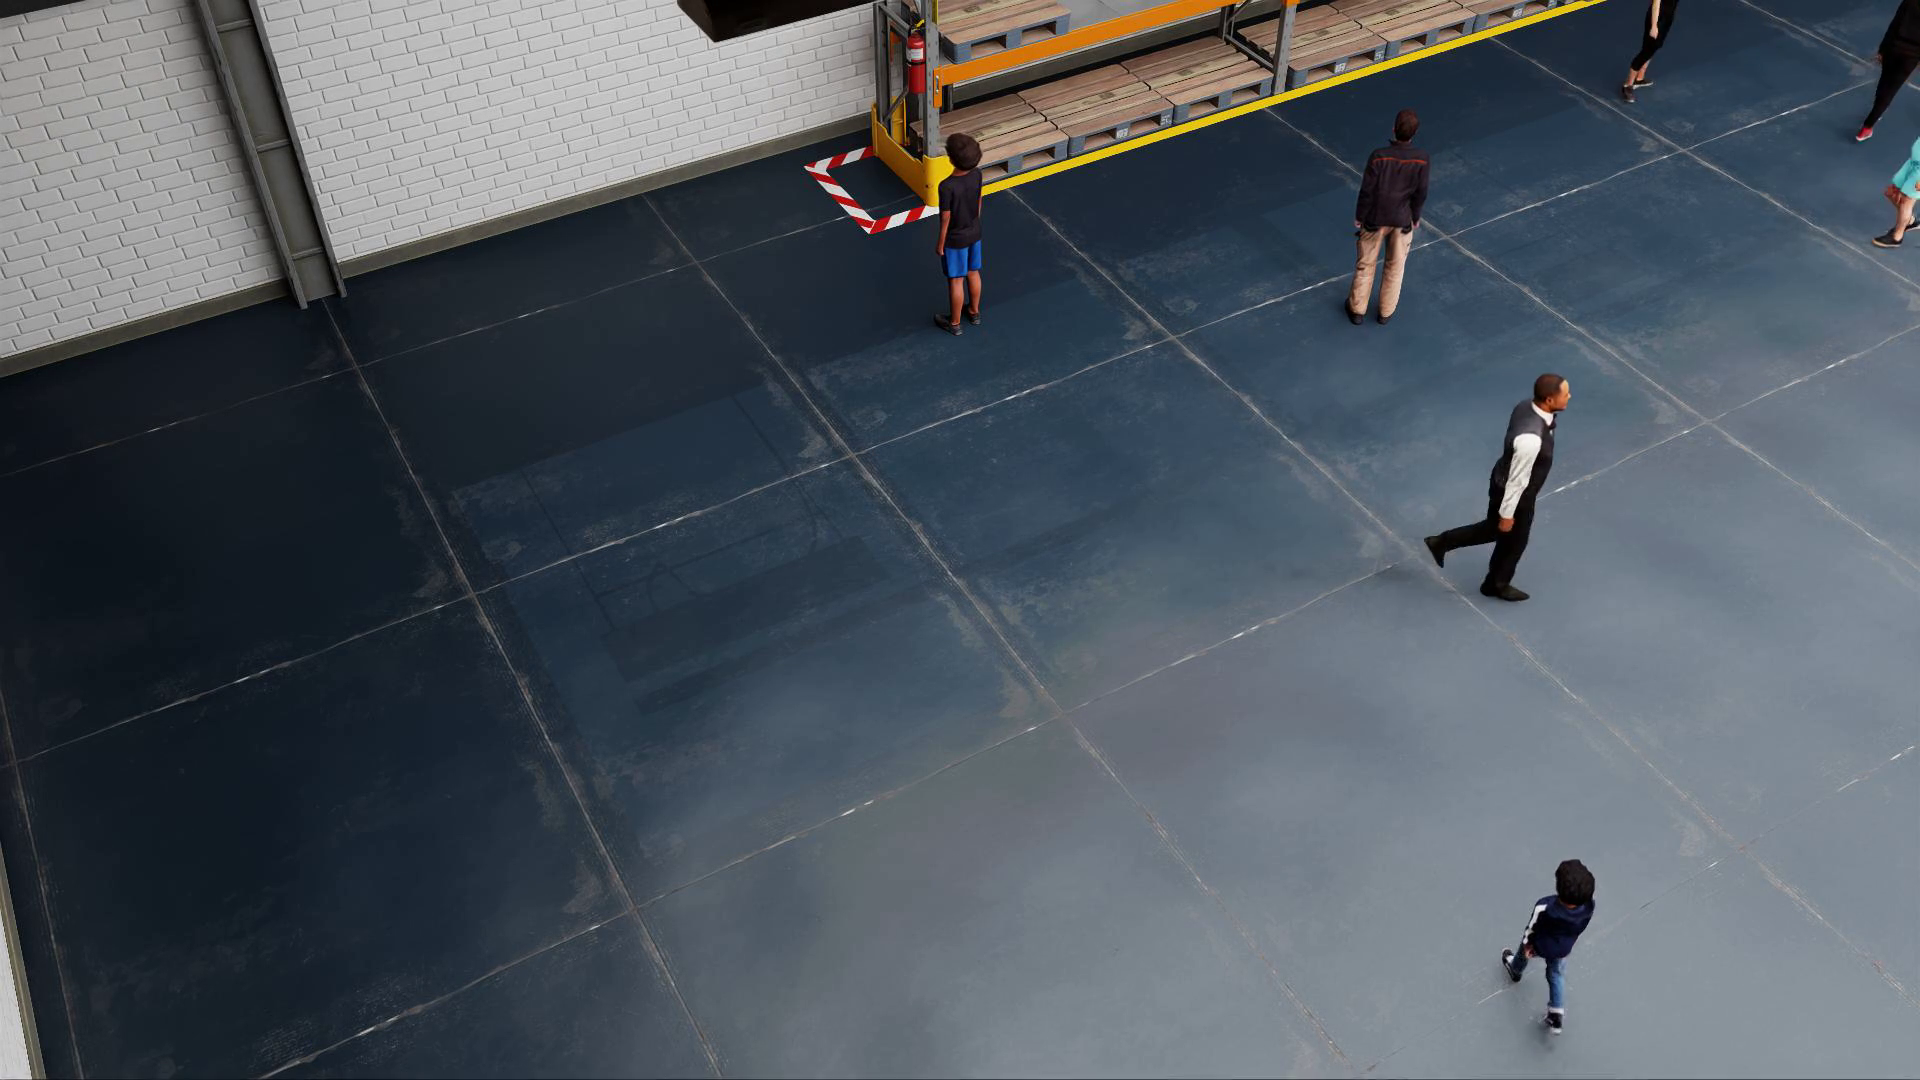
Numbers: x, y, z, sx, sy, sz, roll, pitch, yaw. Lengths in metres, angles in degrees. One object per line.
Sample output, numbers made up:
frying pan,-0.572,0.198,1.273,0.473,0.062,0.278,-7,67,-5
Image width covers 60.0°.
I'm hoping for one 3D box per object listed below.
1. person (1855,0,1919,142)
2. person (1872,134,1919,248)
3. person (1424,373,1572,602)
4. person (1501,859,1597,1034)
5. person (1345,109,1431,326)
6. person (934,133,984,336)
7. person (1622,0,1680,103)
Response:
person,8.828,-4.529,15.634,0.781,1.639,1.041,33,53,30
person,8.352,-3.202,14.306,0.742,1.550,0.685,3,44,3
person,3.582,-0.340,11.048,1.126,1.900,1.075,12,45,12
person,3.202,2.168,8.918,0.835,1.207,0.797,-2,44,-2
person,3.437,-2.578,13.379,0.748,1.925,0.852,3,44,3
person,0.011,-2.459,13.341,0.600,1.804,0.709,-32,52,-29
person,6.838,-5.133,16.226,0.833,1.697,0.563,27,50,26
